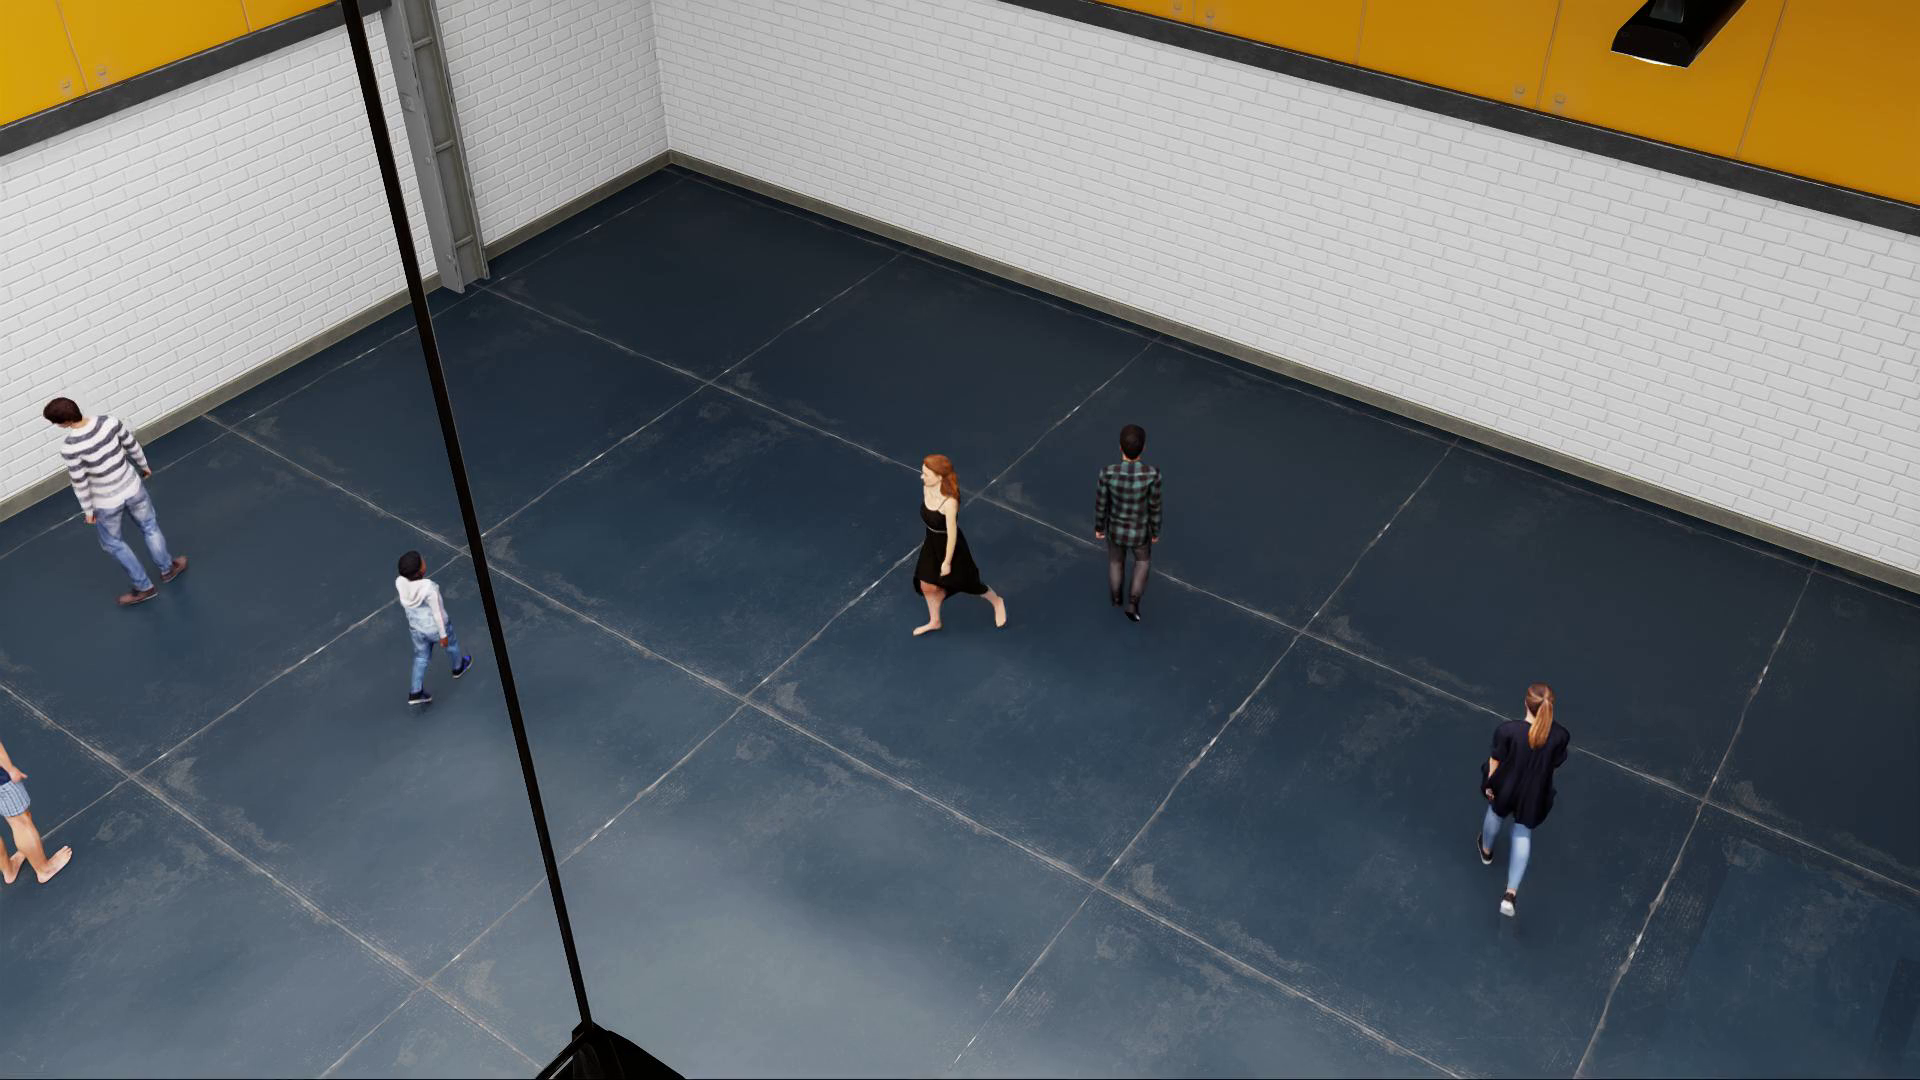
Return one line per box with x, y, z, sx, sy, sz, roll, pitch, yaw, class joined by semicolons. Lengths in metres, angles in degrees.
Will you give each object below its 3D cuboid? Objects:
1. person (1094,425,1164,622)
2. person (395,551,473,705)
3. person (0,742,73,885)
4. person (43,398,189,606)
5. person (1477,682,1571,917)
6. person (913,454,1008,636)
1.250;-0.076;12.362;0.850;1.706;0.904;6;39;7;person
-3.794;0.621;11.733;0.637;1.248;0.913;12;40;14;person
-6.039;1.432;10.234;0.709;1.850;0.729;2;39;2;person
-6.303;-0.350;12.492;0.542;1.818;0.874;-26;45;-28;person
3.436;1.582;10.199;0.851;1.661;1.111;9;39;11;person
-0.037;0.043;12.176;1.020;1.599;0.816;-28;46;-30;person
